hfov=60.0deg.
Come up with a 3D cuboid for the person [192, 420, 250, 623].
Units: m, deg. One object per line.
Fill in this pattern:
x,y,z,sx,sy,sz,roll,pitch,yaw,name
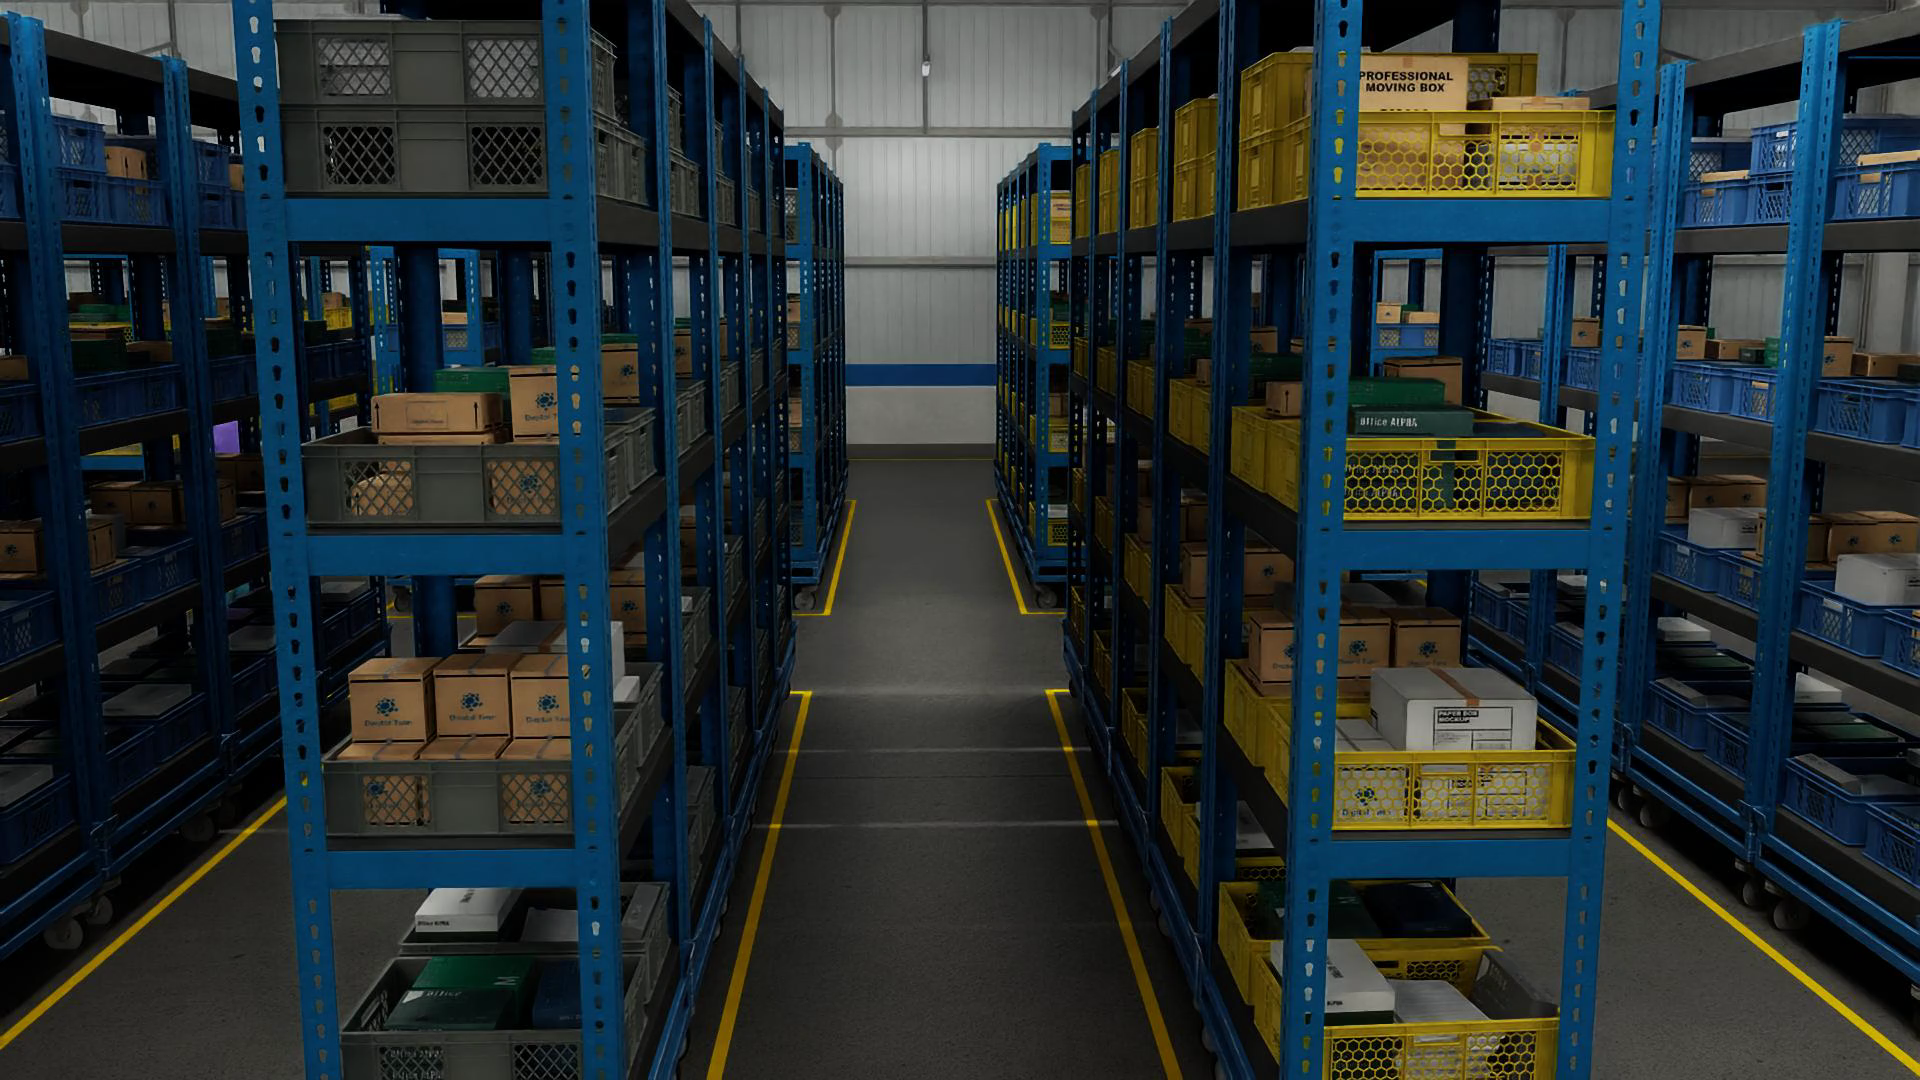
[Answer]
-5.590,-0.289,12.540,0.389,1.846,0.566,3,10,15,person
